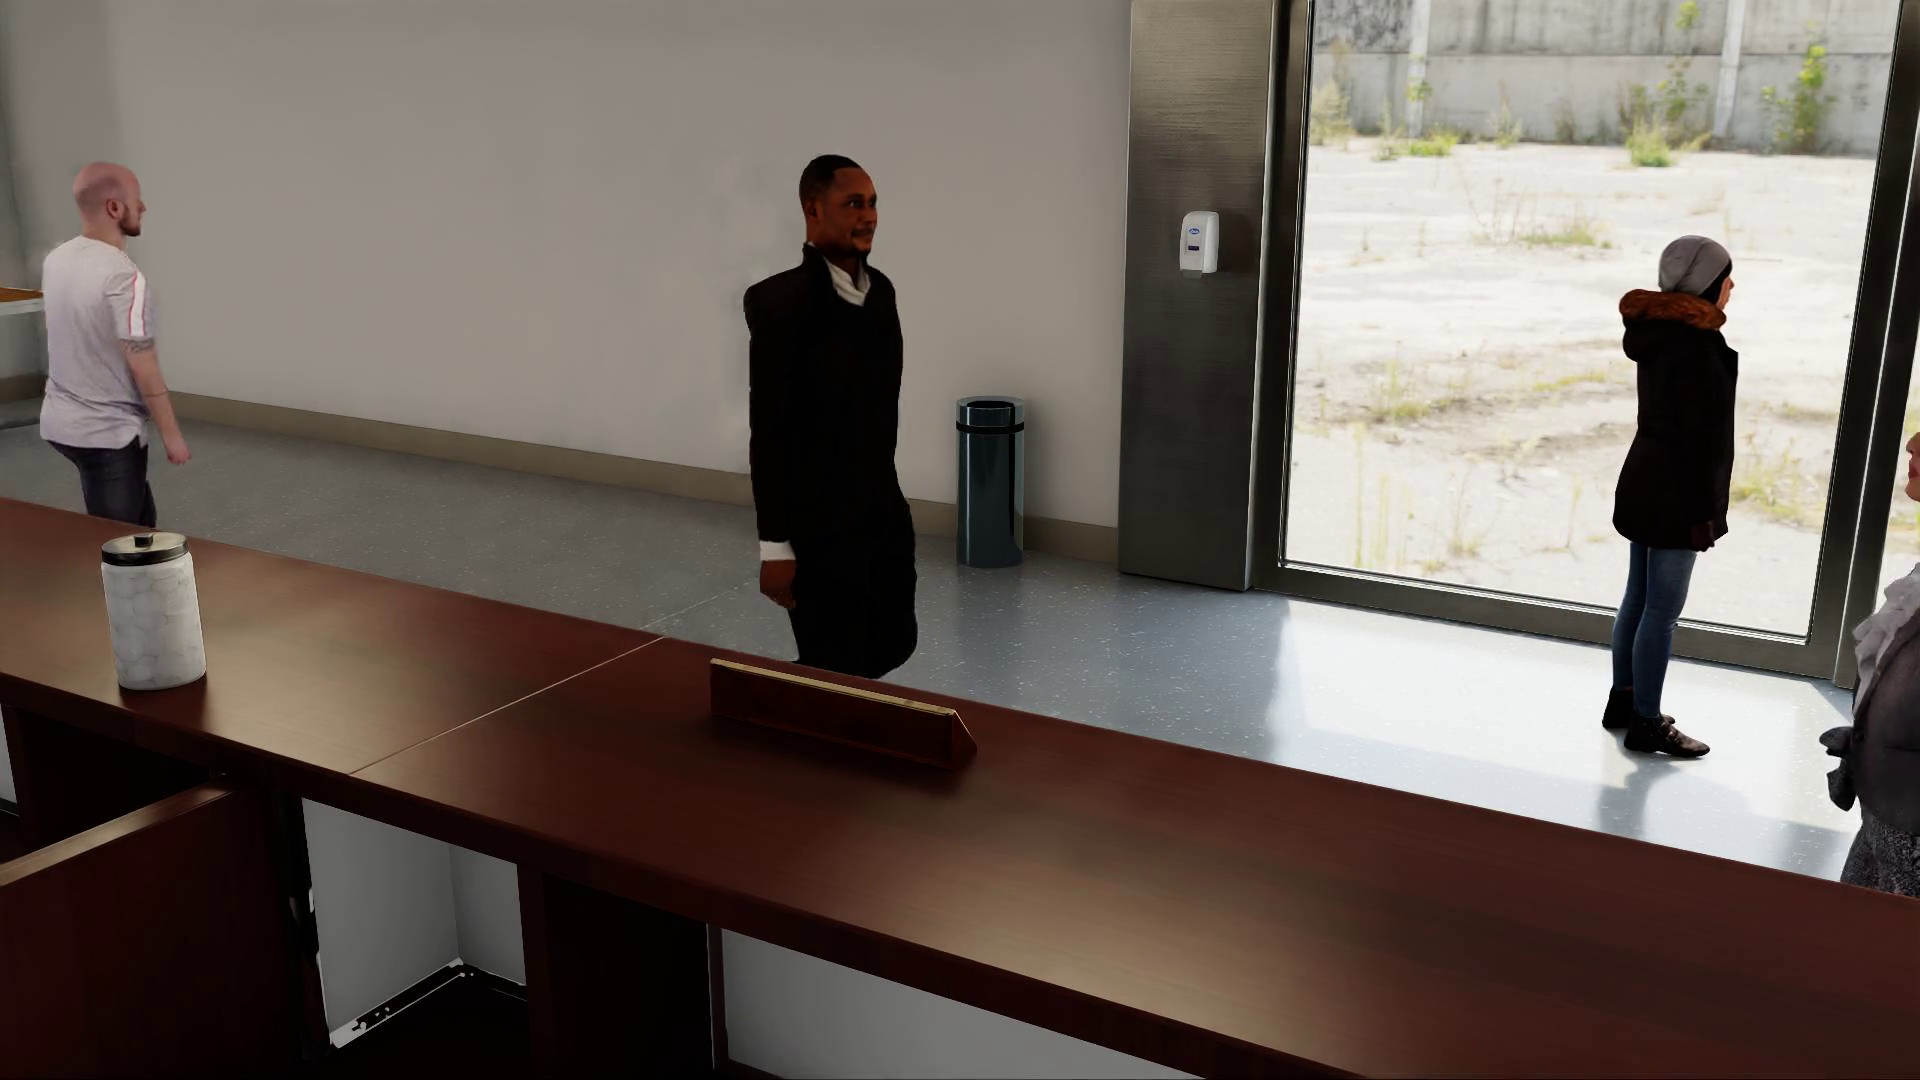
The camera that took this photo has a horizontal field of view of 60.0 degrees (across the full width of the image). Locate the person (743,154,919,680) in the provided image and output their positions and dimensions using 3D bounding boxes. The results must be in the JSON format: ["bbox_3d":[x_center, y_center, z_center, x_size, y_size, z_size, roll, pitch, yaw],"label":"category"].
[{"bbox_3d":[-0.409,-0.070,4.512,0.845,1.890,0.937,13,20,39],"label":"person"}]

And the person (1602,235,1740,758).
[{"bbox_3d":[2.234,-0.142,5.239,0.792,1.634,0.695,1,16,3],"label":"person"}]

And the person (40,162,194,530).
[{"bbox_3d":[-2.966,-0.332,5.605,0.830,1.801,0.987,10,19,31],"label":"person"}]
